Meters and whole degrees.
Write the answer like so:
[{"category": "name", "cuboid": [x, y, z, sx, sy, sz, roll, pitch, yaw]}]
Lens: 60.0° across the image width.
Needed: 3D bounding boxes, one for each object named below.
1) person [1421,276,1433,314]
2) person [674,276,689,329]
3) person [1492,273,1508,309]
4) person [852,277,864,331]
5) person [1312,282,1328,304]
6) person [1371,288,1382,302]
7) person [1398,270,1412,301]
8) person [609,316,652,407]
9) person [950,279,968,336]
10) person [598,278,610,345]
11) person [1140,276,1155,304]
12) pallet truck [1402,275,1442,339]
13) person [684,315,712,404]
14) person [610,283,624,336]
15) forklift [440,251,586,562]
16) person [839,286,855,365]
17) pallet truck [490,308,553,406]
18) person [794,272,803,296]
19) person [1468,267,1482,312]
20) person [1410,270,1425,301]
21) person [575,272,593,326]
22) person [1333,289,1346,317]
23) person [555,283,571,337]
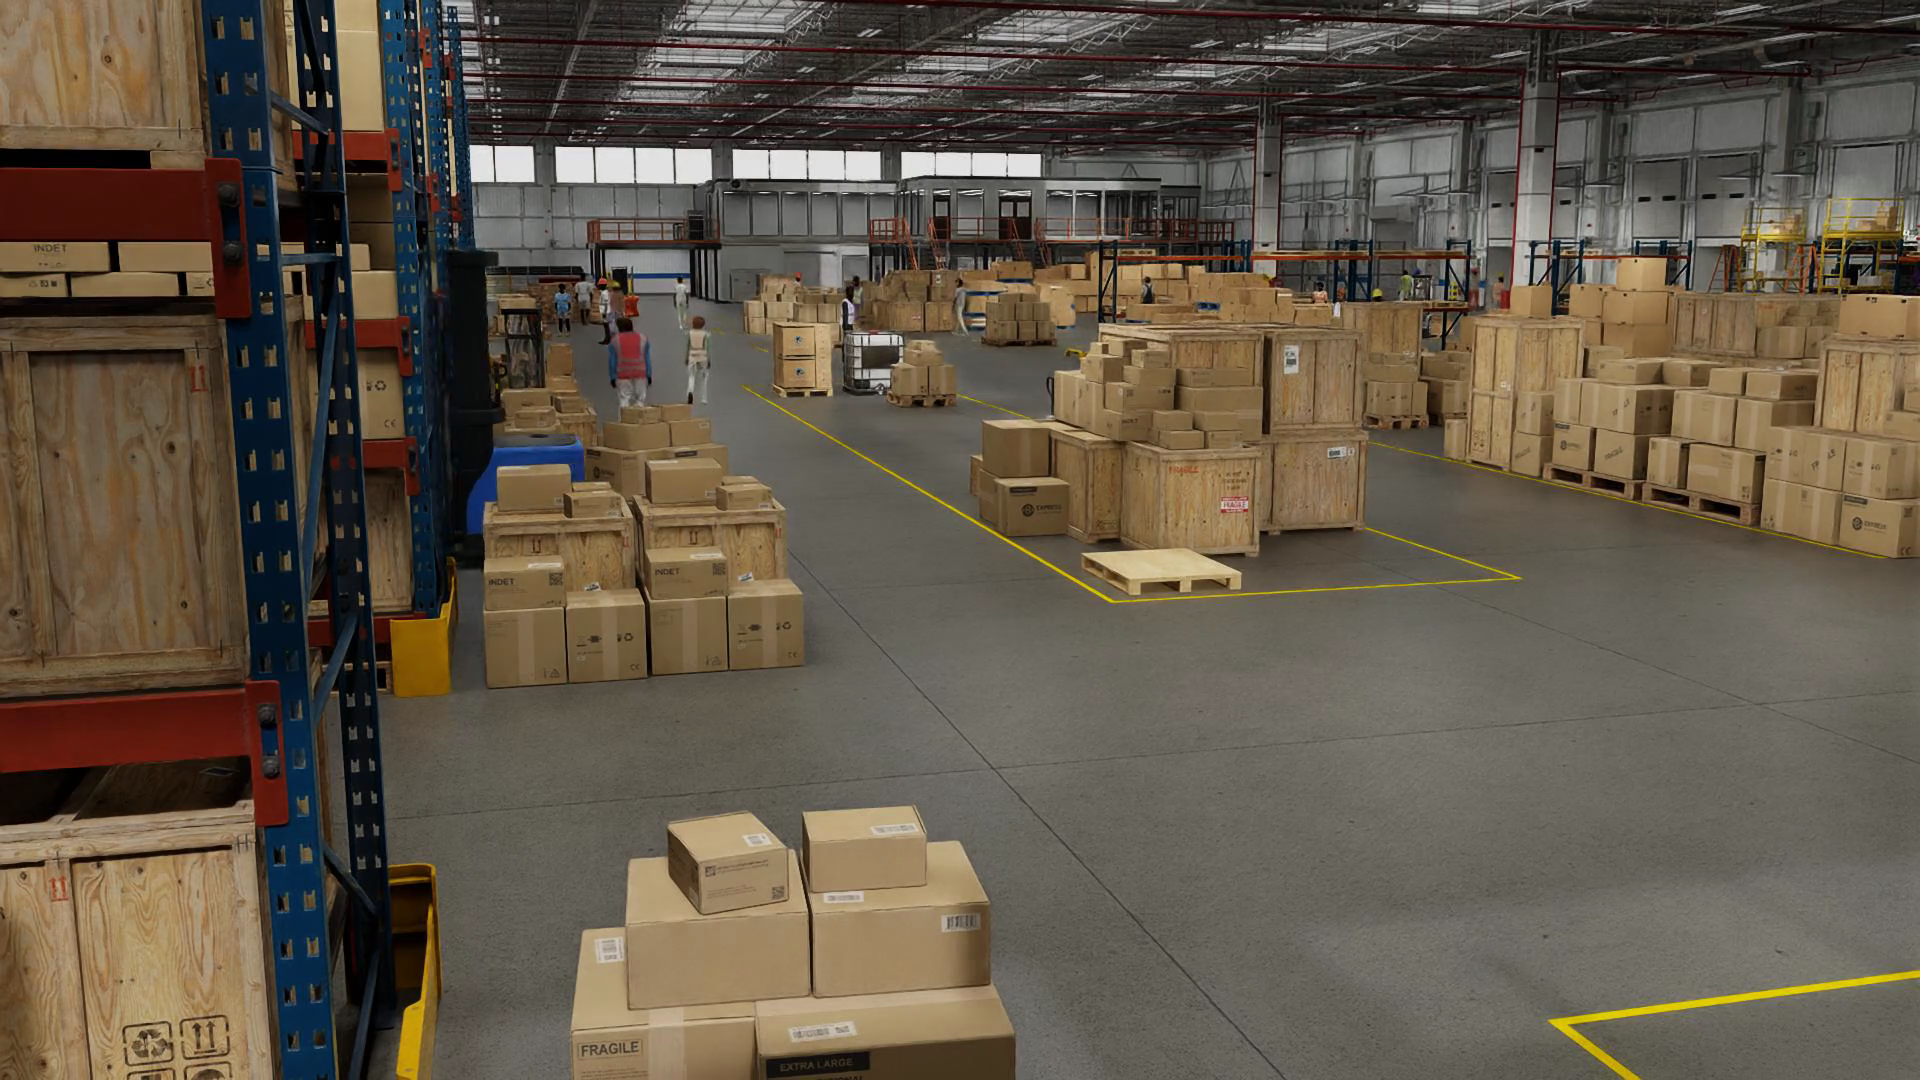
[{"category": "person", "cuboid": [15.149, -7.622, 54.005, 0.350, 1.935, 0.635, 6, 12, 32]}, {"category": "person", "cuboid": [-9.691, -8.266, 57.917, 0.562, 1.837, 0.846, 0, 10, -1]}, {"category": "person", "cuboid": [19.808, -8.860, 61.162, 0.584, 1.892, 0.917, 6, 12, 30]}, {"category": "person", "cuboid": [-3.511, -7.909, 55.872, 0.591, 1.865, 1.039, -8, 13, -38]}, {"category": "person", "cuboid": [11.962, -7.728, 55.313, 0.535, 1.694, 0.321, 6, 12, 31]}, {"category": "person", "cuboid": [9.515, -4.792, 38.056, 0.610, 1.905, 0.582, 7, 12, 33]}, {"category": "person", "cuboid": [19.654, -11.015, 73.529, 0.643, 1.831, 0.430, -3, 11, -19]}, {"category": "person", "cuboid": [-5.004, -2.491, 25.284, 0.650, 1.820, 0.434, -3, 10, -15]}, {"category": "person", "cuboid": [-0.031, -7.470, 53.450, 0.807, 1.834, 0.550, 7, 12, 35]}, {"category": "person", "cuboid": [-10.437, -6.698, 48.766, 0.354, 1.939, 0.544, -3, 10, -17]}, {"category": "person", "cuboid": [6.607, -8.389, 58.632, 0.560, 1.832, 0.389, -3, 11, -19]}, {"category": "pallet truck", "cuboid": [14.620, -7.324, 52.145, 0.823, 1.965, 1.885, 8, 13, 40]}, {"category": "person", "cuboid": [-4.745, -3.250, 30.118, 0.522, 1.621, 0.623, 0, 10, 2]}, {"category": "person", "cuboid": [-10.656, -7.151, 51.894, 0.547, 1.731, 0.825, 4, 11, 23]}, {"category": "forklift", "cuboid": [-4.398, -1.230, 15.136, 1.873, 2.768, 1.129, -3, 10, -15]}, {"category": "person", "cuboid": [-2.717, -5.180, 40.236, 0.394, 1.916, 0.590, 2, 10, 10]}, {"category": "pallet truck", "cuboid": [-6.242, -2.418, 24.362, 0.823, 1.965, 1.885, 1, 10, 3]}, {"category": "person", "cuboid": [-5.966, -8.895, 61.235, 0.373, 1.929, 0.542, 8, 13, 39]}, {"category": "person", "cuboid": [22.382, -10.861, 72.313, 0.618, 1.951, 0.980, -1, 10, -6]}, {"category": "person", "cuboid": [19.141, -10.359, 69.636, 0.622, 1.889, 1.017, 5, 11, 24]}, {"category": "person", "cuboid": [-13.566, -8.689, 59.994, 0.622, 1.950, 0.642, -2, 10, -10]}, {"category": "person", "cuboid": [8.896, -4.899, 38.771, 0.354, 1.877, 0.574, -7, 12, -34]}, {"category": "person", "cuboid": [-12.657, -7.326, 53.027, 0.534, 1.692, 0.320, 1, 10, 7]}]
